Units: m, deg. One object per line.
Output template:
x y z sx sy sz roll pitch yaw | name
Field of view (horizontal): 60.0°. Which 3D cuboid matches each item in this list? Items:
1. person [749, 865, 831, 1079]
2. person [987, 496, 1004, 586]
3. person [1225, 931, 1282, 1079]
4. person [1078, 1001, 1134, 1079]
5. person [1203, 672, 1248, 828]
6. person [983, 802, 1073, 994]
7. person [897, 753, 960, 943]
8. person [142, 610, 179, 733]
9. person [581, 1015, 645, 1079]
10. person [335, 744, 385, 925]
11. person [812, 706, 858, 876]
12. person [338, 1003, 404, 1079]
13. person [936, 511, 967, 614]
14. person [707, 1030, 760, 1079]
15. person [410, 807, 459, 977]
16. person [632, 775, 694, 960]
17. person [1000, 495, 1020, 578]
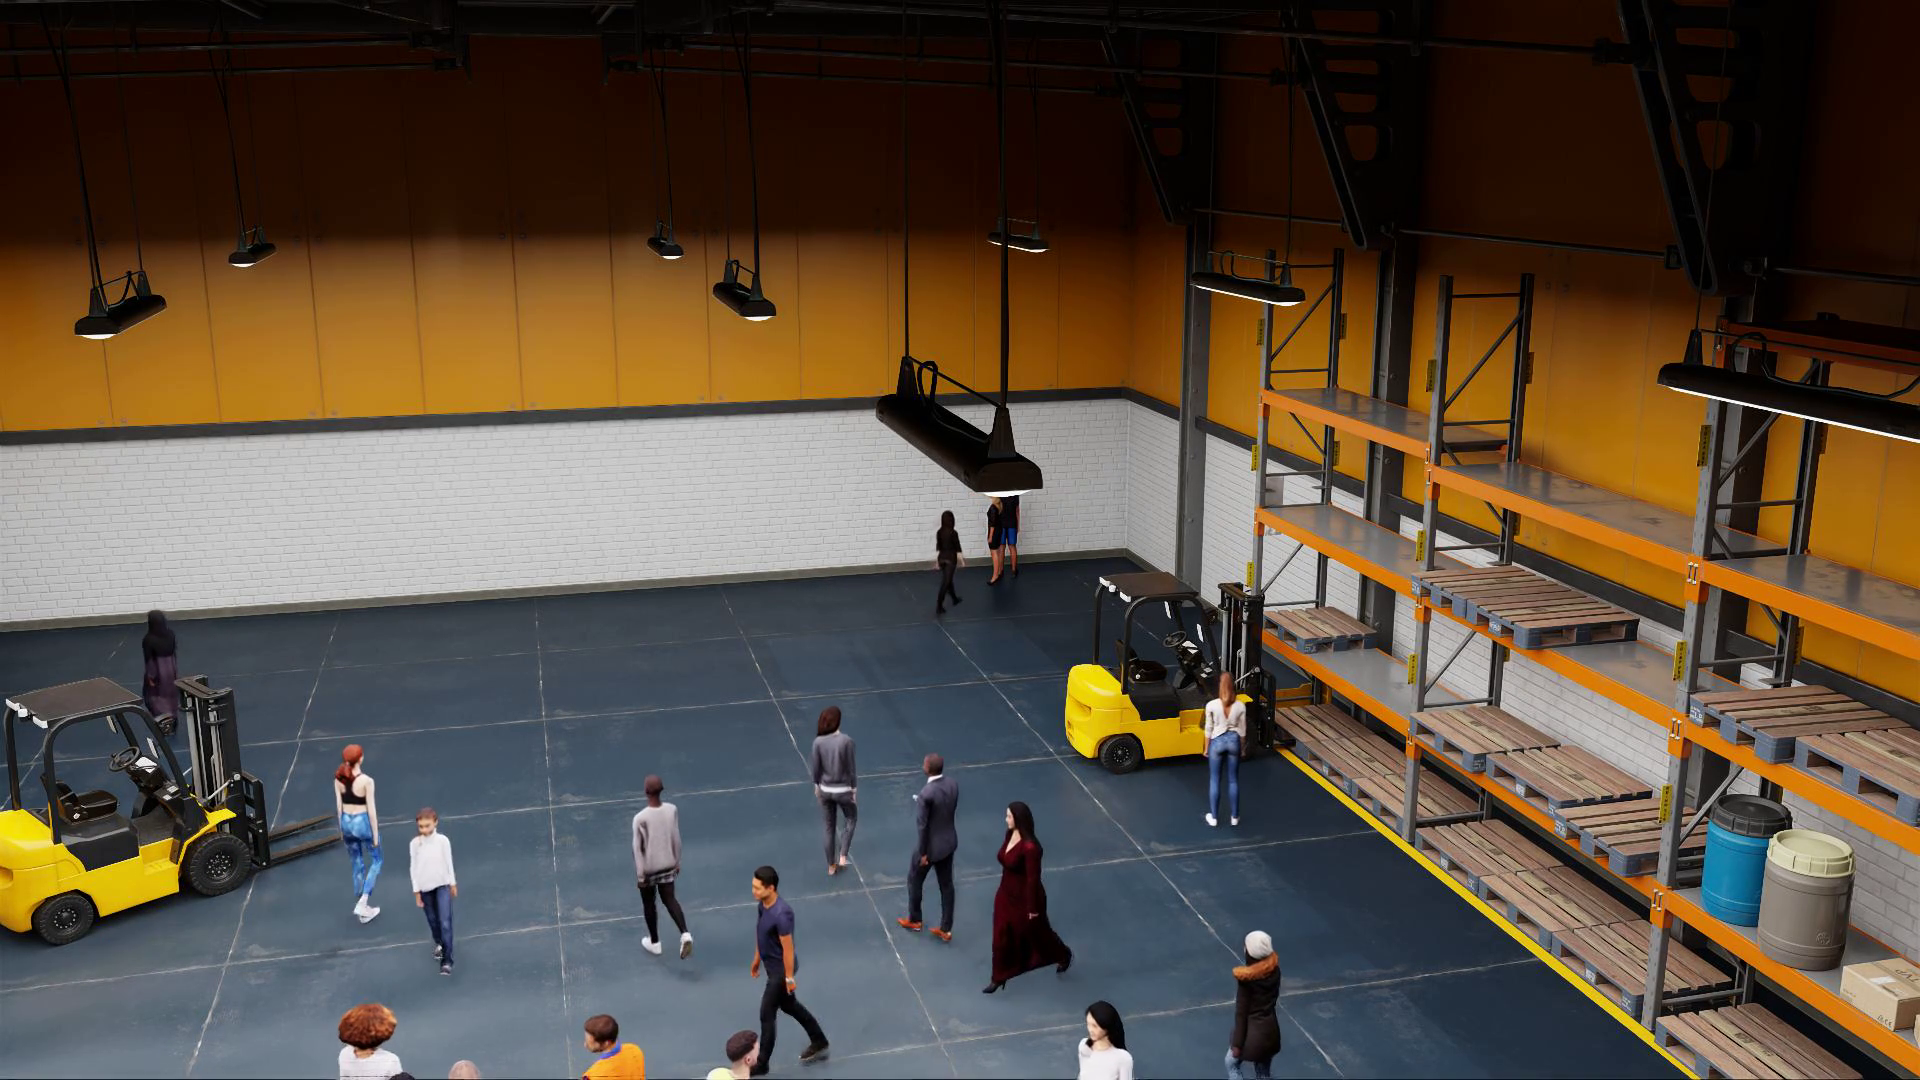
-1.365 3.411 13.307 0.783 1.748 0.998 -6 15 -23 | person
0.592 -0.088 27.911 0.671 1.677 0.559 4 14 16 | person
2.251 3.705 12.362 0.722 1.622 0.722 -9 16 -33 | person
1.047 3.918 11.367 0.973 1.676 0.997 10 17 35 | person
2.882 2.267 18.085 0.661 1.723 0.600 0 14 -1 | person
0.641 3.128 14.556 0.942 1.710 1.137 -8 16 -30 | person
-0.165 2.876 15.413 0.924 1.798 1.018 -12 18 -41 | person
-9.972 1.662 20.832 0.898 1.606 0.819 10 17 35 | person
-2.257 3.974 10.843 1.153 1.814 1.079 12 18 40 | person
-5.723 2.819 15.697 0.704 1.774 0.803 2 14 8 | person
-1.268 2.562 16.795 0.727 1.757 0.744 2 14 9 | person
-3.990 3.966 11.167 1.017 1.676 1.175 4 14 16 | person
-0.228 0.381 26.132 1.050 1.600 1.031 10 17 36 | person
-1.386 3.999 10.672 0.895 1.846 0.814 -12 18 -41 | person
-4.743 3.111 15.036 0.608 1.519 1.056 -2 14 -10 | person
-2.692 2.992 15.025 0.897 1.755 1.106 -11 18 -39 | person
0.794 -0.260 28.370 0.655 1.794 0.647 0 14 1 | person
